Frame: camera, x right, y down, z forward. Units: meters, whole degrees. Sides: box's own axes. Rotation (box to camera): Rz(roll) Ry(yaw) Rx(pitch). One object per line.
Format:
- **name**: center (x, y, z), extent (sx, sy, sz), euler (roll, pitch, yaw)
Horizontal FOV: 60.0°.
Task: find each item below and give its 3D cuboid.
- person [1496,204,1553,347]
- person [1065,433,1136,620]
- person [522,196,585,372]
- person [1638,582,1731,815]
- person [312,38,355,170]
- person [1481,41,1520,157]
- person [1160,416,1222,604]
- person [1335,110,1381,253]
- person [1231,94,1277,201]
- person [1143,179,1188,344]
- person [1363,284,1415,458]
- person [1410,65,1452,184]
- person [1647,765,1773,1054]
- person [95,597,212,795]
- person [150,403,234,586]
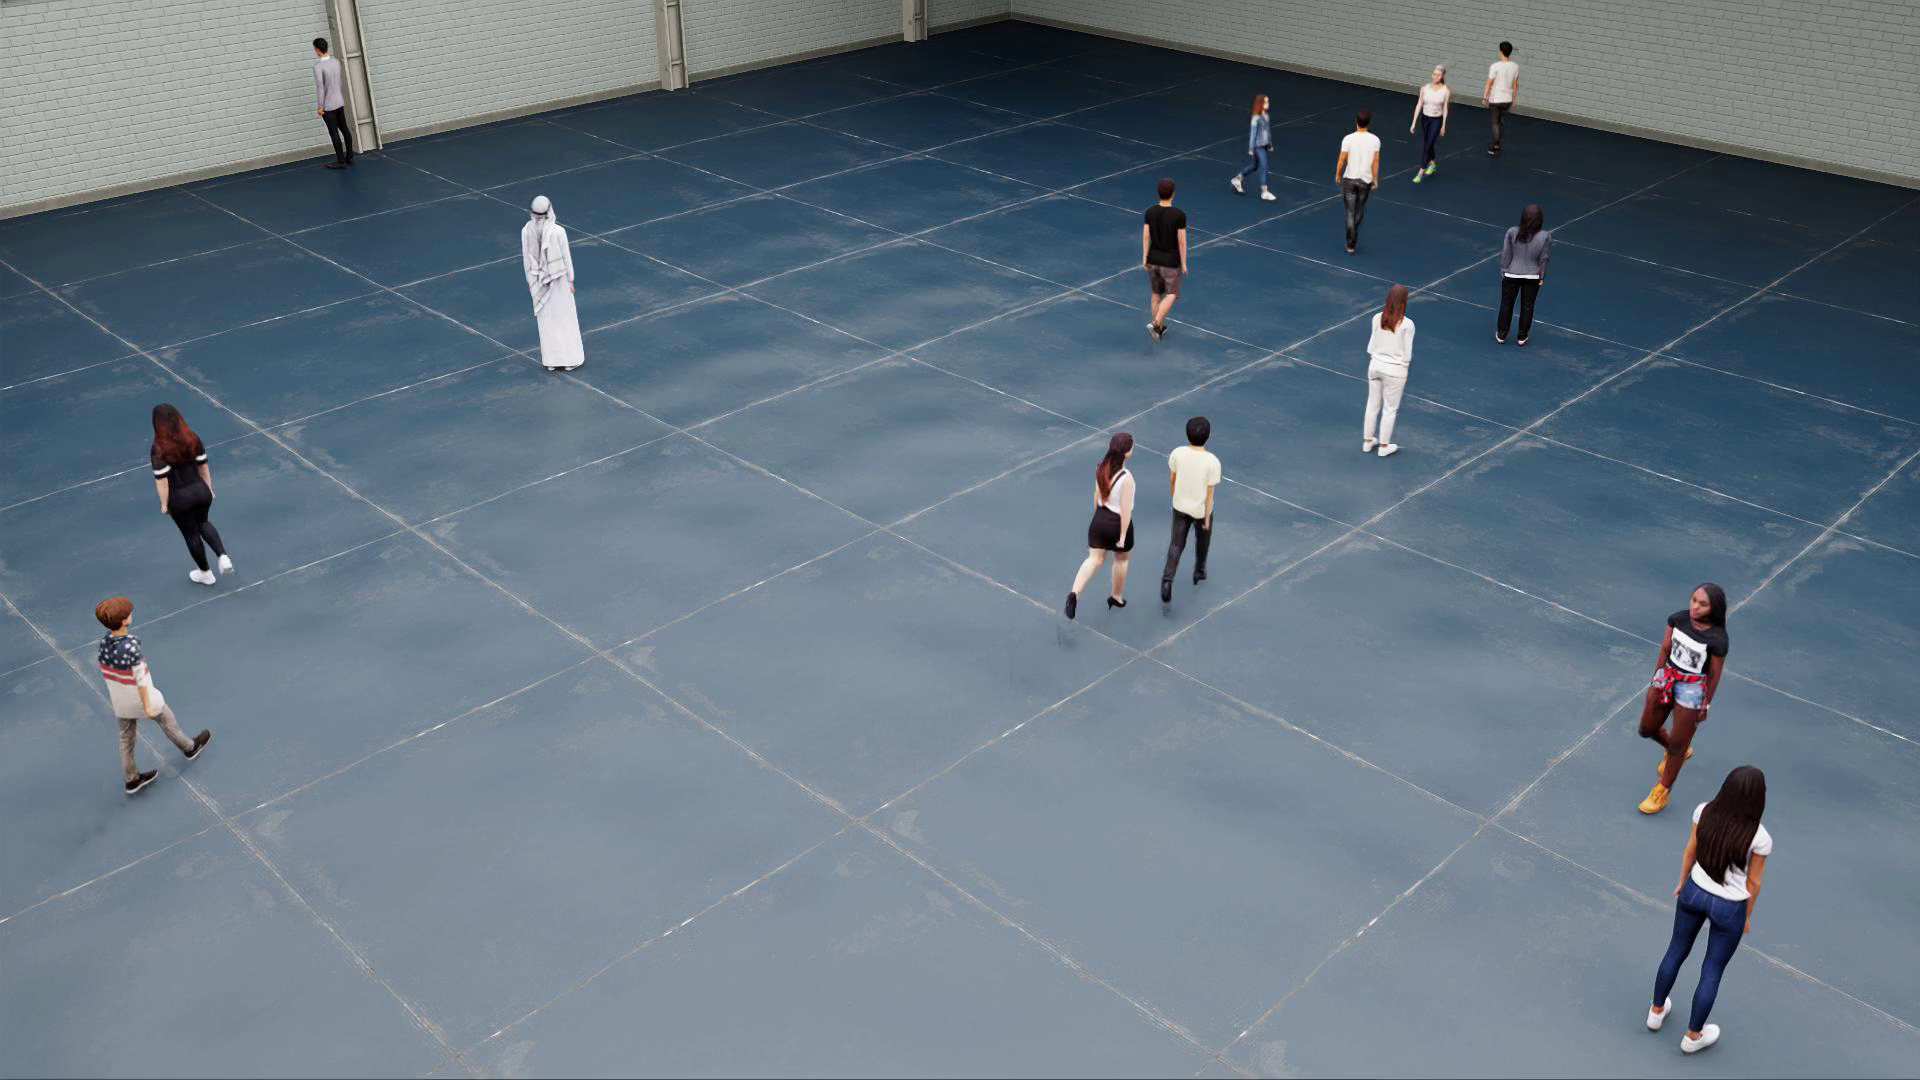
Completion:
- **person**: center (6.281, -2.967, 18.577), extent (0.770, 1.595, 0.793), euler (10, 30, 18)
- **person**: center (1.137, -0.056, 13.083), extent (0.578, 1.620, 0.987), euler (24, 36, 37)
- **person**: center (-4.384, -2.750, 17.820), extent (0.797, 1.923, 0.848), euler (2, 28, 3)
- **person**: center (4.813, 1.009, 10.979), extent (0.847, 1.718, 0.708), euler (-16, 32, -27)
- **person**: center (-9.425, -6.565, 24.987), extent (0.897, 1.920, 0.763), euler (8, 29, 15)
- **person**: center (8.357, -6.780, 25.619), extent (0.707, 1.706, 0.797), euler (-7, 29, -13)
- **person**: center (1.842, -0.203, 13.430), extent (0.815, 1.554, 1.089), euler (12, 30, 22)
- **person**: center (5.131, -4.601, 21.455), extent (1.078, 1.772, 1.158), euler (1, 28, 3)
- **person**: center (4.203, -5.599, 23.669), extent (0.768, 1.455, 0.963), euler (16, 32, 27)
- **person**: center (2.242, -3.077, 18.510), extent (0.827, 1.851, 1.011), euler (15, 31, 26)
- **person**: center (4.109, -1.627, 15.966), extent (0.603, 1.683, 0.551), euler (22, 35, 35)
- **person**: center (6.944, -6.109, 24.417), extent (0.773, 1.651, 1.231), euler (18, 33, 30)
- **person**: center (4.093, 2.001, 9.064), extent (0.596, 1.768, 0.624), euler (-18, 33, -31)
- **person**: center (-5.612, 1.071, 11.188), extent (0.759, 1.413, 0.964), euler (11, 30, 19)
- **person**: center (-6.275, -0.341, 13.606), extent (0.761, 1.631, 0.735), euler (15, 32, 26)
